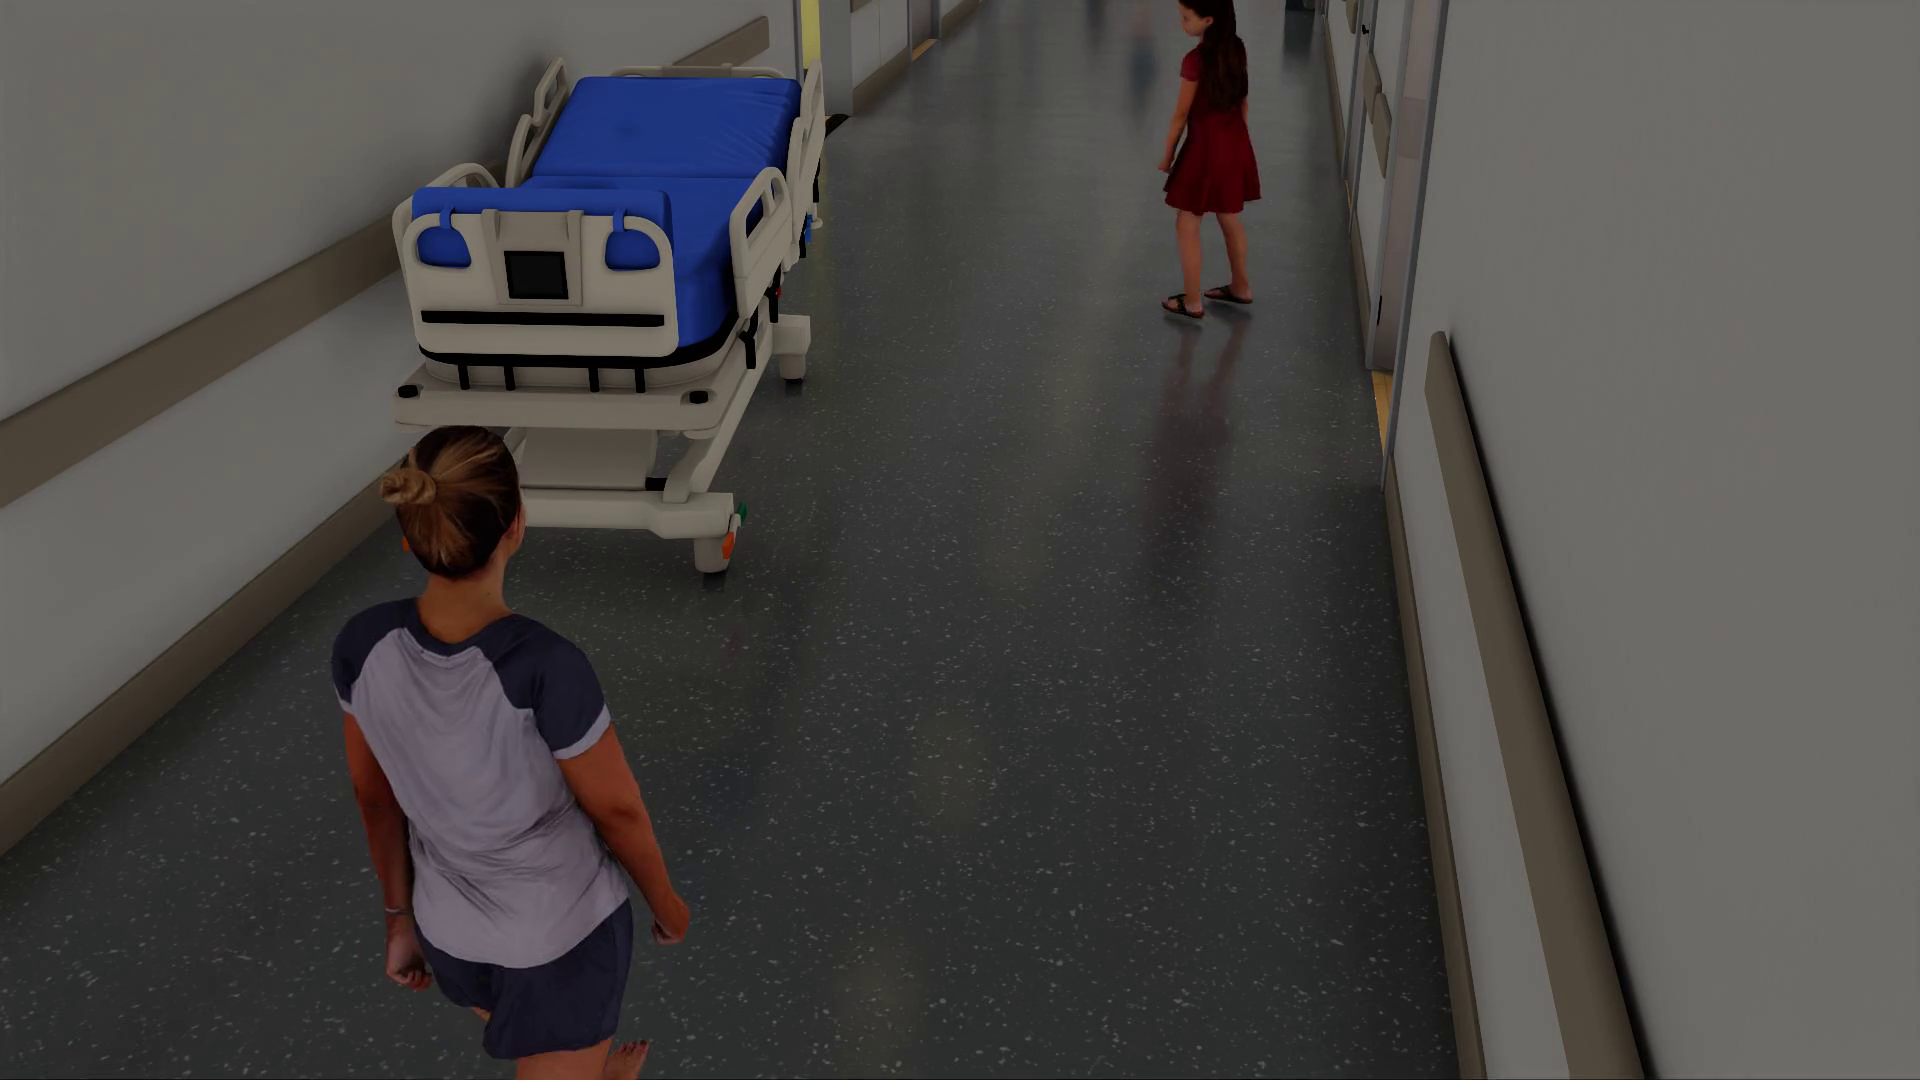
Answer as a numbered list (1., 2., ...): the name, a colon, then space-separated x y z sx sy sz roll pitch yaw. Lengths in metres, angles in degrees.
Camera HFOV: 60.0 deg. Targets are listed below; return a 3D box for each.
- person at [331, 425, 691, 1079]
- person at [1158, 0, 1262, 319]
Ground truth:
1. person: -0.712 0.644 2.541 0.914 1.586 0.752 10 27 19
2. person: 1.145 -1.753 7.591 0.750 1.517 0.811 -9 27 -17
